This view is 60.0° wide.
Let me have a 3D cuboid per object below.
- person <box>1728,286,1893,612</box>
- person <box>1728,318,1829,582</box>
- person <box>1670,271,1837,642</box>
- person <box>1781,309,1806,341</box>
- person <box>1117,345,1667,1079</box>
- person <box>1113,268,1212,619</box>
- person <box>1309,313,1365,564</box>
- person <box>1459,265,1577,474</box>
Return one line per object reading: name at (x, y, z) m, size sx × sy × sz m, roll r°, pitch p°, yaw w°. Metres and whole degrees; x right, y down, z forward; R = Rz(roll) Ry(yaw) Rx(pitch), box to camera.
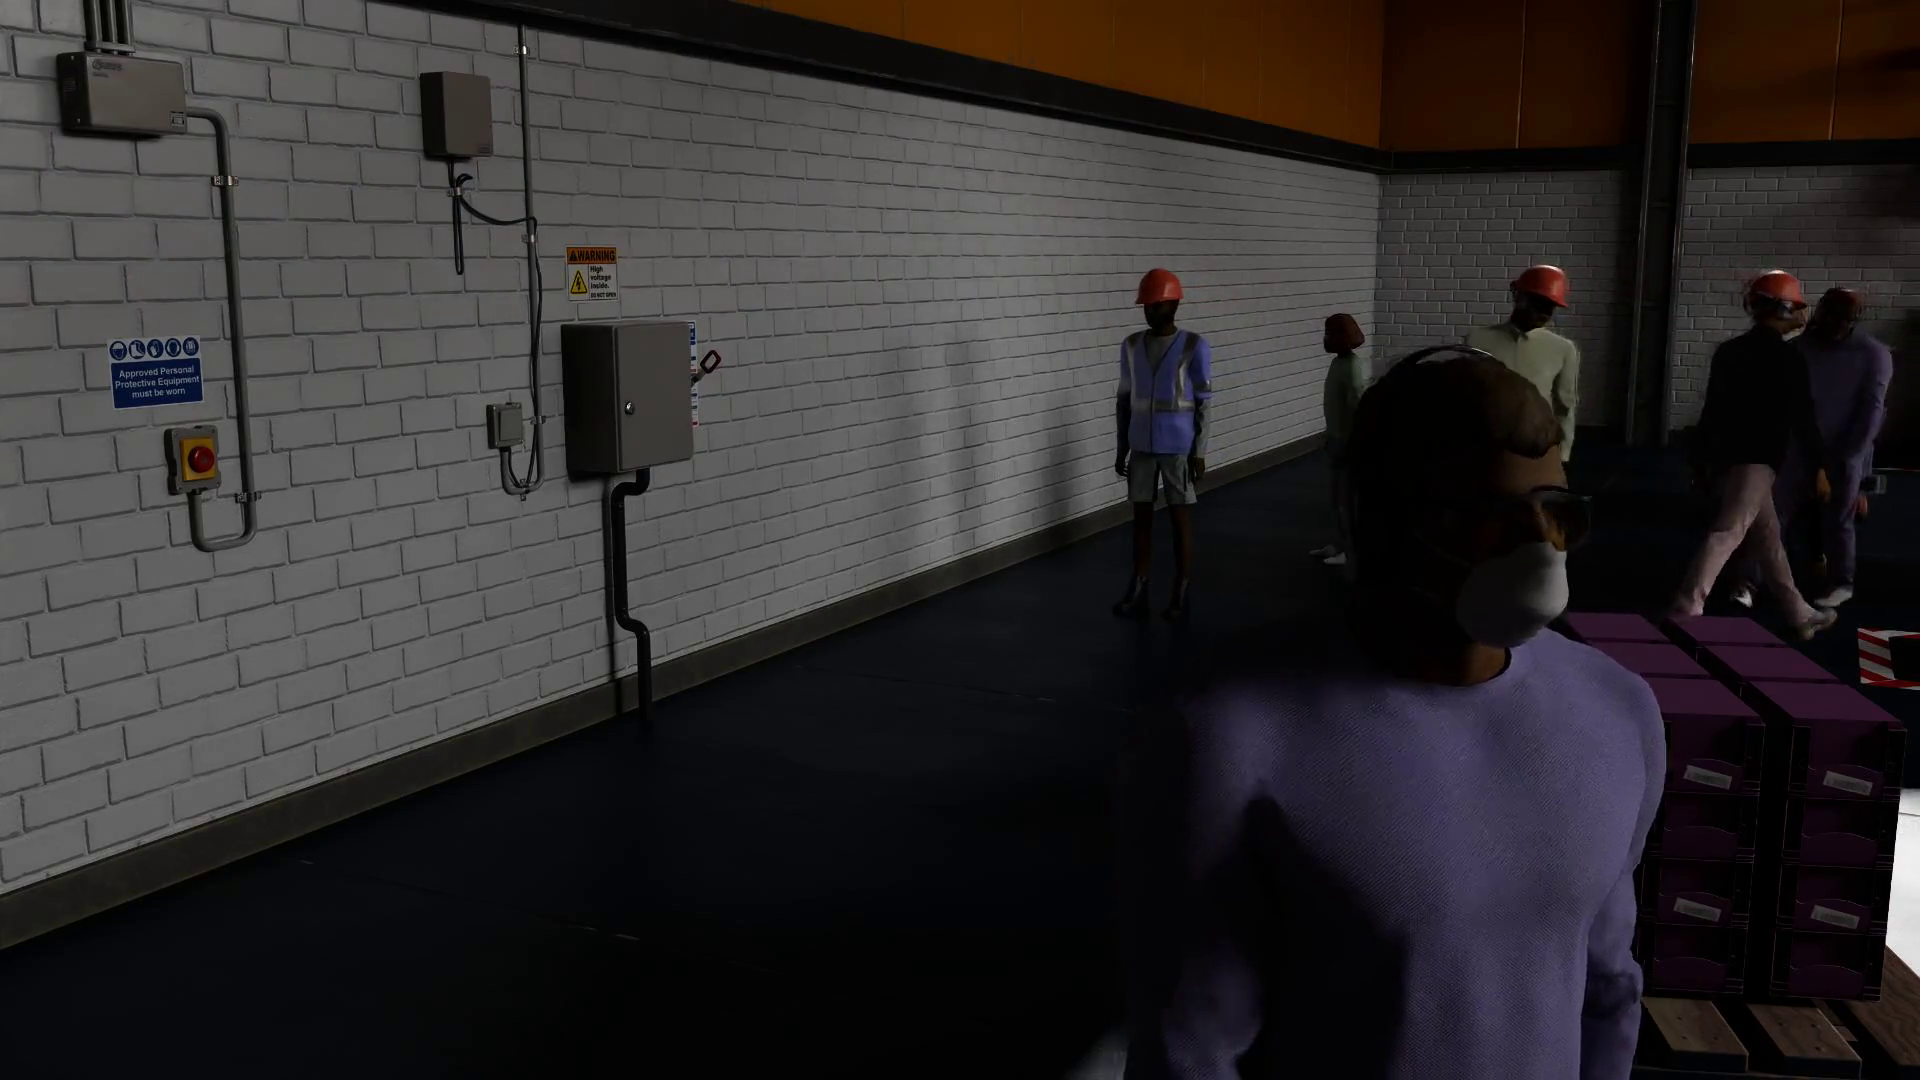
person at (4.793, -0.488, 9.296) m, size 0.937 × 1.844 × 0.659 m, roll -10°, pitch 14°, yaw -44°
person at (5.090, -0.552, 10.139) m, size 0.736 × 1.670 × 0.522 m, roll 2°, pitch 10°, yaw 10°
person at (4.103, -0.395, 8.503) m, size 1.043 × 1.926 × 0.735 m, roll -2°, pitch 10°, yaw -9°
person at (7.155, -1.288, 14.647) m, size 0.825 × 1.588 × 0.508 m, roll 6°, pitch 12°, yaw 32°
person at (0.458, 0.773, 1.759) m, size 0.644 × 1.937 × 0.496 m, roll -4°, pitch 11°, yaw -21°
person at (1.104, -0.525, 9.214) m, size 0.551 × 1.934 × 0.373 m, roll 6°, pitch 11°, yaw 30°
person at (2.487, -0.656, 10.854) m, size 0.285 × 1.631 × 0.501 m, roll 0°, pitch 10°, yaw -2°
person at (2.879, -0.453, 8.728) m, size 0.651 × 1.956 × 0.450 m, roll 2°, pitch 10°, yaw 13°
